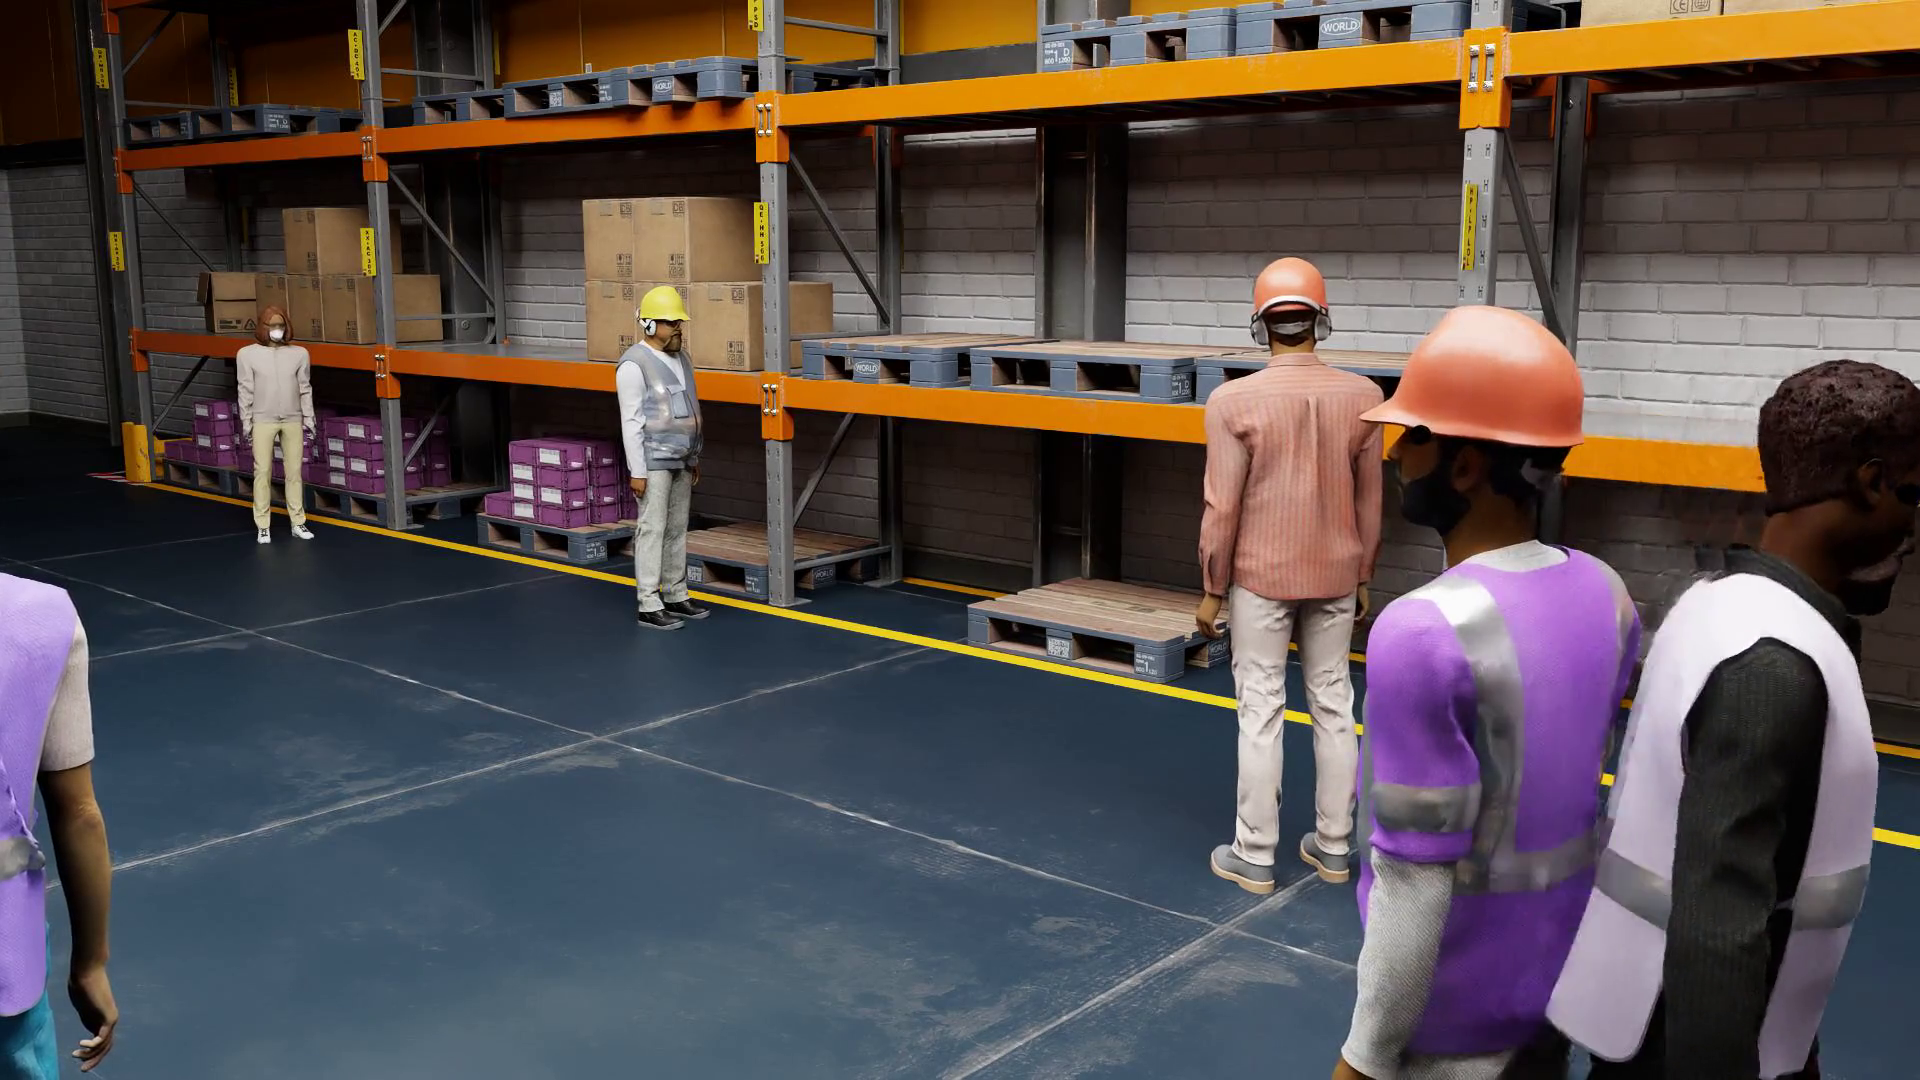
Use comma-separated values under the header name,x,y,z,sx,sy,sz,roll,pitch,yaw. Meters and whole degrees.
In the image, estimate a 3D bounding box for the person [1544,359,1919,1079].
name,x,y,z,sx,sy,sz,roll,pitch,yaw
person,1.043,0.700,2.252,0.573,1.869,0.653,3,11,19

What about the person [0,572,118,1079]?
name,x,y,z,sx,sy,sz,roll,pitch,yaw
person,-1.510,0.691,2.400,0.373,1.843,0.570,9,13,42

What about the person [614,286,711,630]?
name,x,y,z,sx,sy,sz,roll,pitch,yaw
person,-1.578,-0.437,8.900,0.403,1.825,0.587,4,11,22

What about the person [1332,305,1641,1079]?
name,x,y,z,sx,sy,sz,roll,pitch,yaw
person,0.729,0.636,2.442,0.548,1.942,0.347,-9,14,-42

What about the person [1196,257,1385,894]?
name,x,y,z,sx,sy,sz,roll,pitch,yaw
person,1.028,0.120,5.239,0.613,1.991,0.392,-2,10,-14

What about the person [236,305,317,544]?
name,x,y,z,sx,sy,sz,roll,pitch,yaw
person,-4.706,-0.798,11.481,0.498,1.633,0.282,-8,13,-37
